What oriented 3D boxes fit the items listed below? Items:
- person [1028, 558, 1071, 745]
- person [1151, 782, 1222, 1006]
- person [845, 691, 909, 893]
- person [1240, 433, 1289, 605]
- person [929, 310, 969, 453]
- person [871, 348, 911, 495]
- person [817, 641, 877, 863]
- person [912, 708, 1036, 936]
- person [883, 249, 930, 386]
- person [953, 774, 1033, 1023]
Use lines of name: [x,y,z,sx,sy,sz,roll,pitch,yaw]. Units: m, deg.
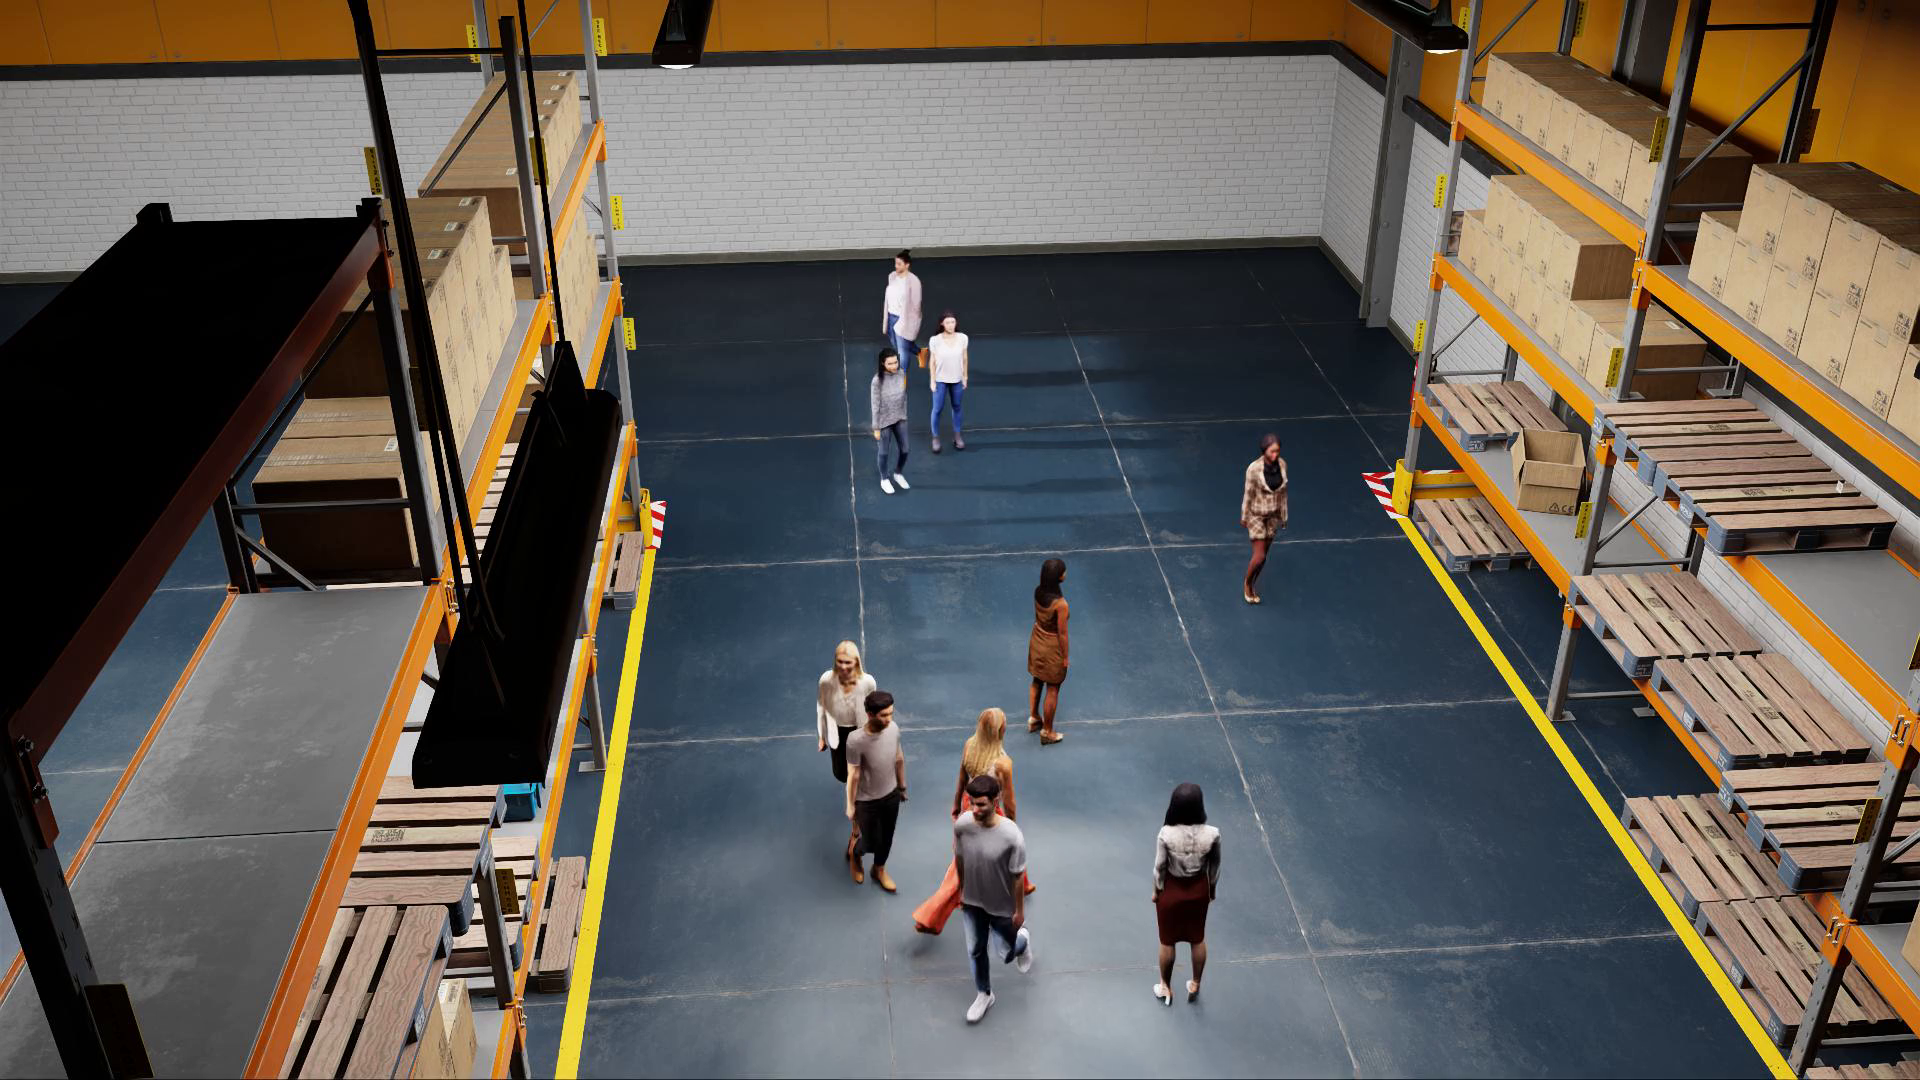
person: [0.733,0.903,13.689,0.694,1.686,0.584,-16,33,-27]
person: [1.474,2.345,10.979,0.587,1.750,0.493,-3,29,-5]
person: [-0.647,1.792,12.042,0.776,1.703,0.820,-19,34,-31]
person: [2.811,-0.225,15.656,0.670,1.783,0.712,-13,31,-22]
person: [-0.136,-1.784,18.622,0.618,1.680,0.572,-6,29,-10]
person: [-0.781,-1.294,17.692,0.735,1.709,0.772,-19,34,-30]
person: [-0.805,1.480,12.483,0.770,1.828,1.188,3,29,5]
person: [0.063,2.007,11.601,1.134,1.748,1.314,-17,33,-28]
person: [-0.626,-2.730,20.307,1.054,1.727,1.029,-25,37,-37]
person: [0.238,2.295,10.944,0.932,1.870,1.060,12,31,20]
